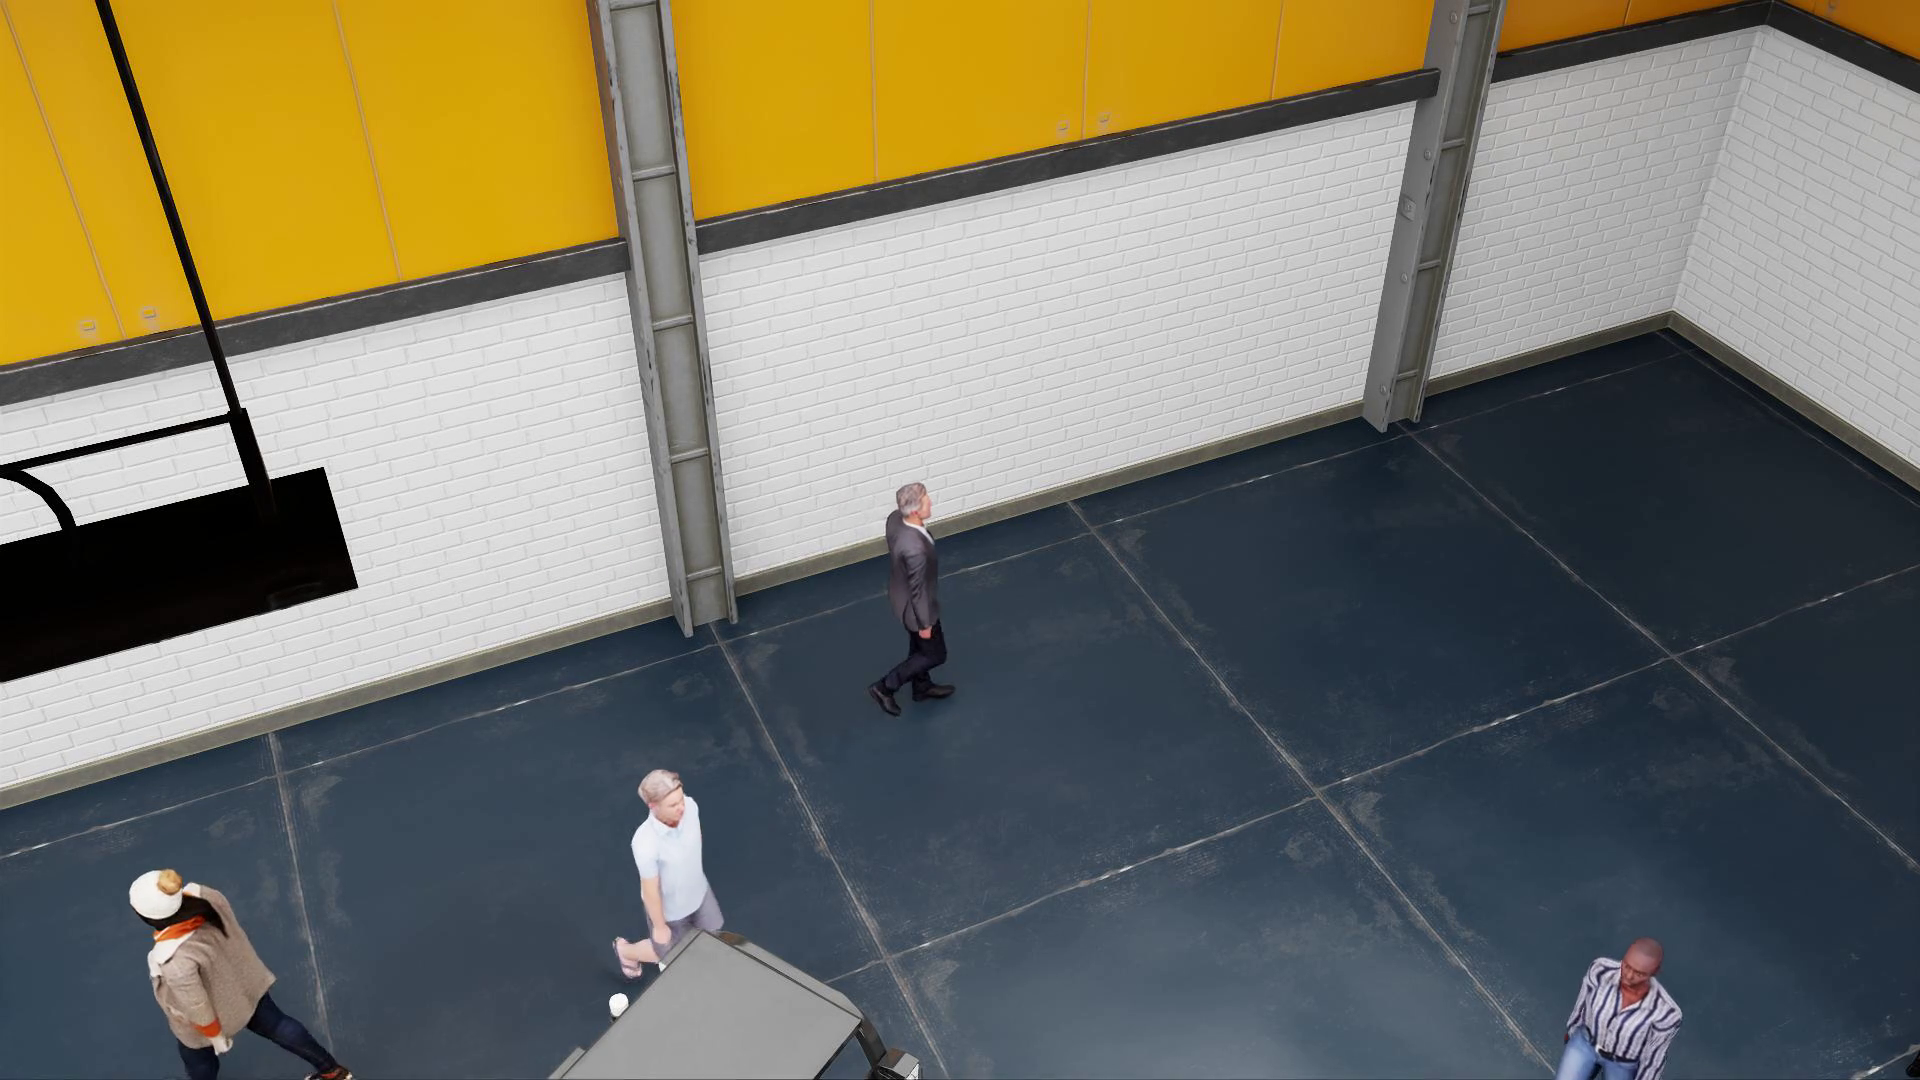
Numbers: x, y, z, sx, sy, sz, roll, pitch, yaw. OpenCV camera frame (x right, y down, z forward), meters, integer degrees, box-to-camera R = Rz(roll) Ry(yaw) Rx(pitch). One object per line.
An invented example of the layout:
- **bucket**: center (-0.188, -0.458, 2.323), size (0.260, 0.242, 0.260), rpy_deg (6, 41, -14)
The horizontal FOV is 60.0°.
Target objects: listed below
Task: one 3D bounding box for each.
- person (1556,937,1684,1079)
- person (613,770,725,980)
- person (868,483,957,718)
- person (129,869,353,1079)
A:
- **person**: center (3.209, 2.498, 8.136), size (0.971, 1.745, 1.261), rpy_deg (29, 47, 31)
- **person**: center (-1.580, 1.878, 8.860), size (1.046, 1.810, 1.096), rpy_deg (22, 43, 25)
- **person**: center (-0.350, 0.409, 10.685), size (0.914, 1.827, 0.811), rpy_deg (-9, 40, -12)
- **person**: center (-3.635, 2.262, 8.349), size (1.291, 1.847, 1.072), rpy_deg (3, 39, 4)
